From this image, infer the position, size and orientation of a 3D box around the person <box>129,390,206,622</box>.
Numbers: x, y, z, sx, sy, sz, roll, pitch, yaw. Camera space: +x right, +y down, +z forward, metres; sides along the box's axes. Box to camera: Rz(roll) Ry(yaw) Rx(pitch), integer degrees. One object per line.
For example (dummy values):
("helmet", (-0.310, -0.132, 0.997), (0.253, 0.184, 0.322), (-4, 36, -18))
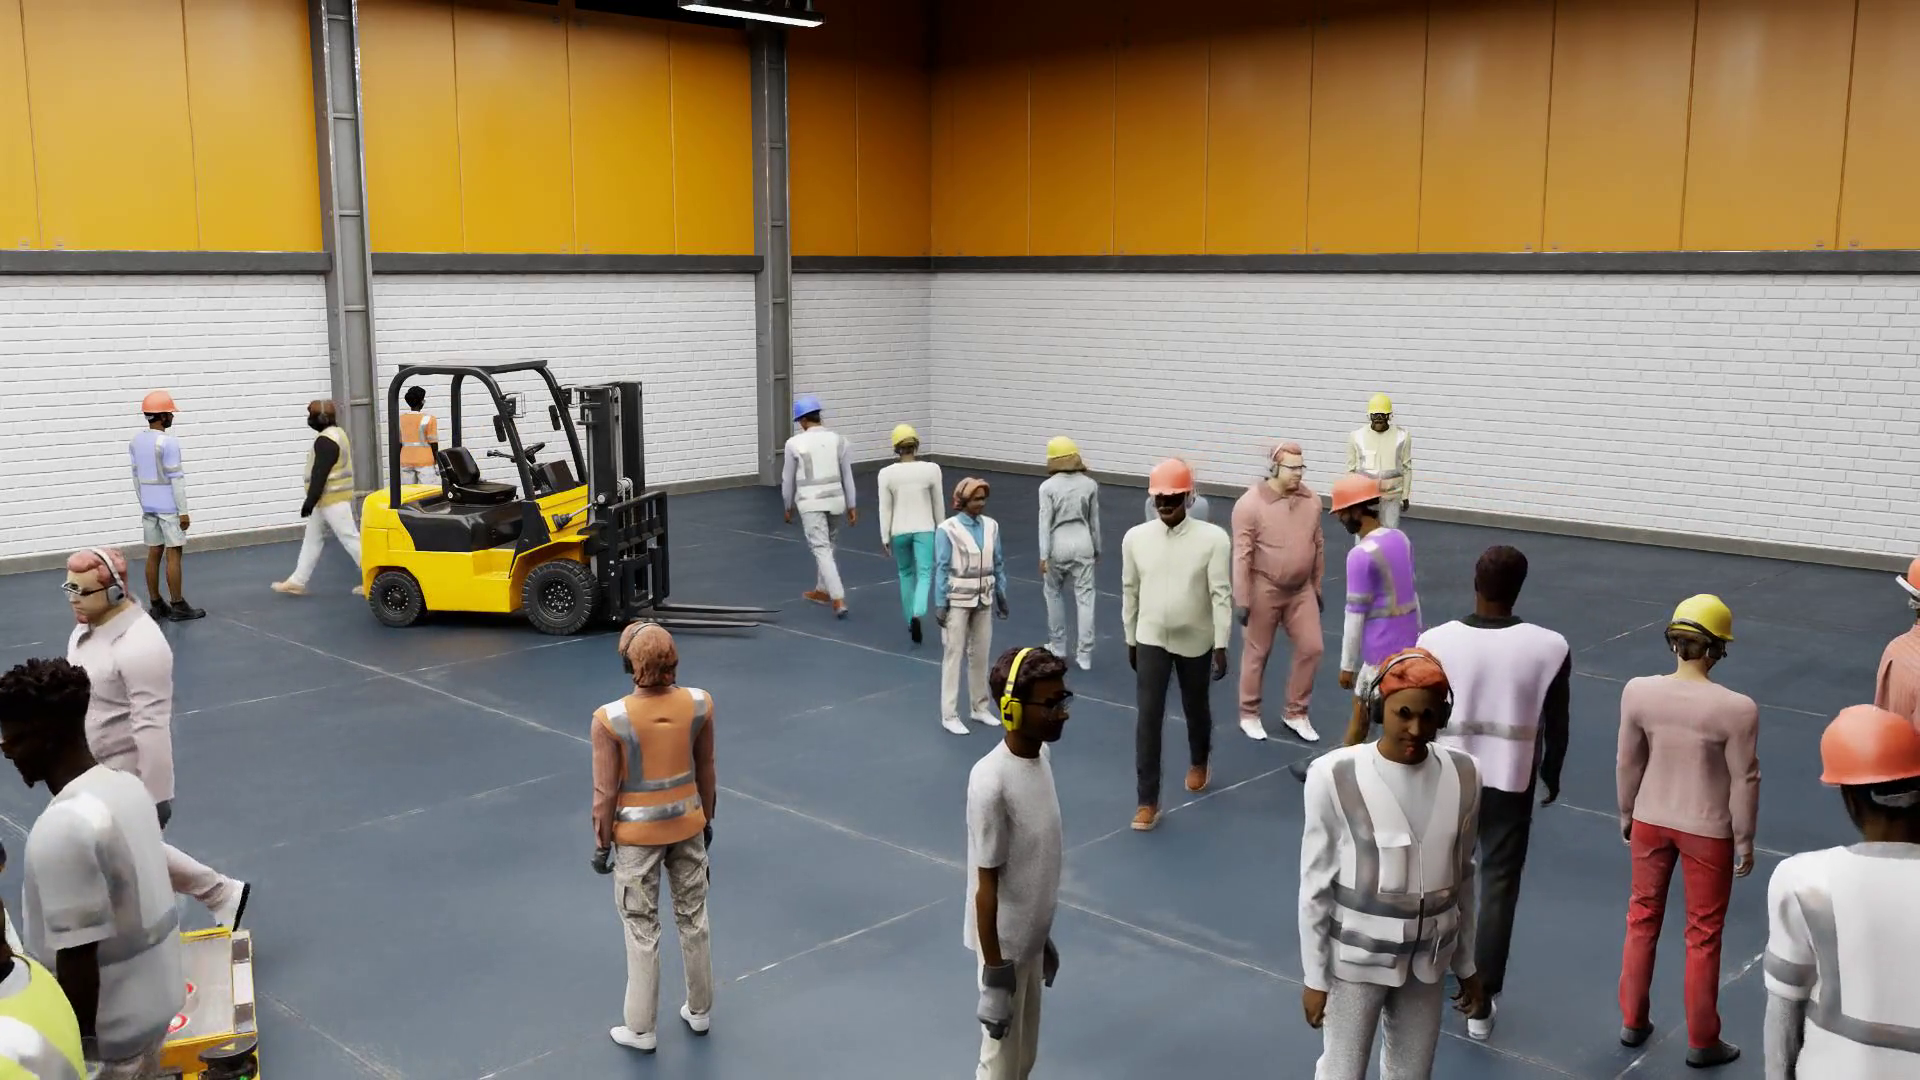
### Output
("person", (-6.670, -0.282, 13.955), (0.543, 1.939, 0.360), (5, 10, 26))

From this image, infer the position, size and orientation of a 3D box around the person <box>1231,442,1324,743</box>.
("person", (2.015, 0.337, 10.312), (0.664, 1.885, 0.650), (-4, 10, -21))

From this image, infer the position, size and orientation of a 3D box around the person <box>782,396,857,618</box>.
("person", (-1.165, -0.288, 14.229), (0.614, 1.886, 0.966), (-7, 11, -36))

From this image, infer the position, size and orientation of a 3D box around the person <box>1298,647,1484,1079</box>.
("person", (1.250, 1.232, 4.831), (0.572, 1.886, 0.354), (-3, 10, -16))

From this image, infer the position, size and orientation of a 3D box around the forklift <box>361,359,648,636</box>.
("forklift", (-3.850, -0.407, 13.936), (2.313, 2.155, 1.214), (2, 9, 11))

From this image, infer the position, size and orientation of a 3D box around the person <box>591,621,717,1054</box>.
("person", (-1.145, 1.118, 6.287), (0.511, 1.641, 0.308), (-7, 12, -37))

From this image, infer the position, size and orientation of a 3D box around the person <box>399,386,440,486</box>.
("person", (-5.862, -0.818, 18.002), (0.532, 1.694, 0.320), (3, 10, 18))

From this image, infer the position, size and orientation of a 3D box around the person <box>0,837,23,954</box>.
("person", (-3.481, 1.093, 5.760), (0.416, 1.865, 0.576), (-5, 11, -29))

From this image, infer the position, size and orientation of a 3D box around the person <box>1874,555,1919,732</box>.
("person", (3.435, 0.998, 5.934), (0.375, 1.995, 0.611), (2, 10, 14))

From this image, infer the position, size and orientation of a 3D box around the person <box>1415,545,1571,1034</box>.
("person", (2.127, 0.942, 6.682), (0.579, 1.868, 0.938), (4, 10, 23))

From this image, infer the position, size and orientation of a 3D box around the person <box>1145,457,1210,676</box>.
("person", (1.577, 0.196, 12.009), (0.504, 1.619, 0.553), (5, 11, 30))

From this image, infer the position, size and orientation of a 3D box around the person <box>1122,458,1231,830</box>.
("person", (1.181, 0.514, 9.034), (0.608, 1.959, 0.971), (3, 10, 16))

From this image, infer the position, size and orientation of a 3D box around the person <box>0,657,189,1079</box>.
("person", (-2.272, 1.274, 4.471), (0.605, 1.922, 0.658), (-2, 9, -9))

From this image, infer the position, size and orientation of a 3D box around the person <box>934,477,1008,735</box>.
("person", (0.050, 0.411, 10.641), (0.536, 1.633, 0.319), (-8, 12, -40))

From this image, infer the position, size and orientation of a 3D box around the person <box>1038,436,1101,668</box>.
("person", (0.803, 0.074, 12.470), (0.541, 1.698, 0.756), (-3, 10, -15))

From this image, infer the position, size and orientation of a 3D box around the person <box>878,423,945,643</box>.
("person", (-0.392, -0.066, 13.250), (0.528, 1.729, 0.809), (1, 9, 3))

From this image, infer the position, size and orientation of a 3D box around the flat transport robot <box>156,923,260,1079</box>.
("flat transport robot", (-3.048, 1.790, 6.348), (0.652, 0.197, 1.431), (-4, 10, -24))

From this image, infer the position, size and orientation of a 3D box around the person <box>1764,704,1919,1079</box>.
("person", (2.227, 1.354, 4.003), (0.581, 1.908, 0.495), (5, 10, 26))

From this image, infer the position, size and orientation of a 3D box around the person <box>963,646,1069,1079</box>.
("person", (0.180, 1.224, 4.938), (0.319, 1.868, 0.521), (3, 10, 20))

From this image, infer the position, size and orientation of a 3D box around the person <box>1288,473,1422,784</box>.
("person", (2.177, 0.575, 8.934), (0.974, 1.860, 0.616), (7, 11, 36))

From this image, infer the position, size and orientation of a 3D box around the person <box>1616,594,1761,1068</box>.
("person", (2.706, 1.073, 6.201), (0.324, 1.760, 0.523), (-8, 13, -42))

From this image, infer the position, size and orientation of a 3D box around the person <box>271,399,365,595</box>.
("person", (-5.697, -0.371, 14.981), (0.993, 1.793, 0.624), (-3, 10, -18))

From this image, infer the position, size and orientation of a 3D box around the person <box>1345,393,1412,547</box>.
("person", (3.833, -0.436, 15.258), (0.593, 1.824, 0.403), (2, 9, 10))

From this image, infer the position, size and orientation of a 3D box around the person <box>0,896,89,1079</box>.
("person", (-1.918, 1.515, 3.406), (0.978, 1.794, 0.633), (-5, 11, -30))

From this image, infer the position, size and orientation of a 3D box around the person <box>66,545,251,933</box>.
("person", (-3.351, 0.924, 6.785), (0.773, 1.870, 0.675), (-8, 12, -40))
